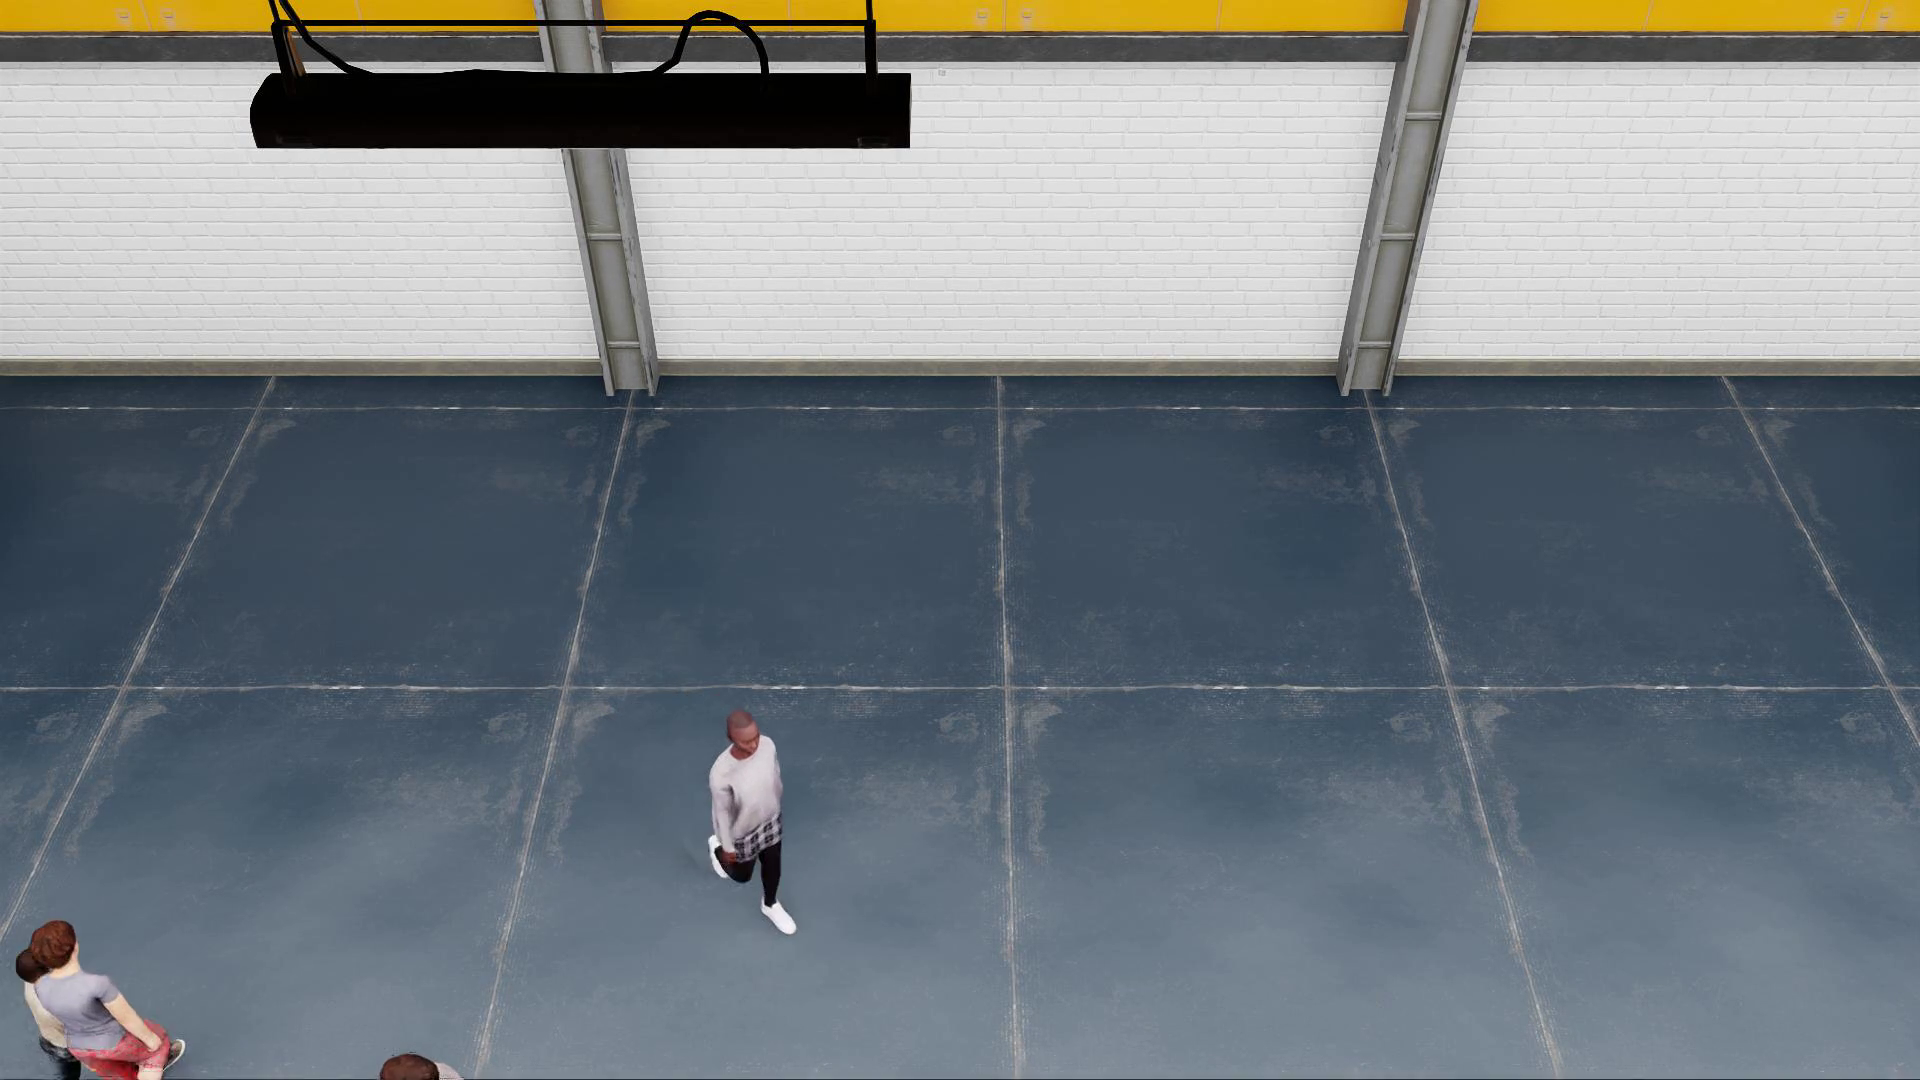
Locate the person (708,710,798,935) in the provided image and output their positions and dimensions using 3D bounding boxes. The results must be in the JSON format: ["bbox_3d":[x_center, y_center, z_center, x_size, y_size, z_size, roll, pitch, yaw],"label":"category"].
[{"bbox_3d":[-1.246,1.549,9.436,0.976,1.758,1.027,-33,53,-30],"label":"person"}]

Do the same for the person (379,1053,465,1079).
[{"bbox_3d":[-2.376,2.965,7.844,0.615,1.903,0.709,-3,44,-4],"label":"person"}]

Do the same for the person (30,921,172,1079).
[{"bbox_3d":[-4.359,2.593,8.431,0.668,1.632,0.732,3,44,3],"label":"person"}]

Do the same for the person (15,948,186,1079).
[{"bbox_3d":[-4.631,2.618,8.547,1.018,1.435,0.945,23,48,22],"label":"person"}]
